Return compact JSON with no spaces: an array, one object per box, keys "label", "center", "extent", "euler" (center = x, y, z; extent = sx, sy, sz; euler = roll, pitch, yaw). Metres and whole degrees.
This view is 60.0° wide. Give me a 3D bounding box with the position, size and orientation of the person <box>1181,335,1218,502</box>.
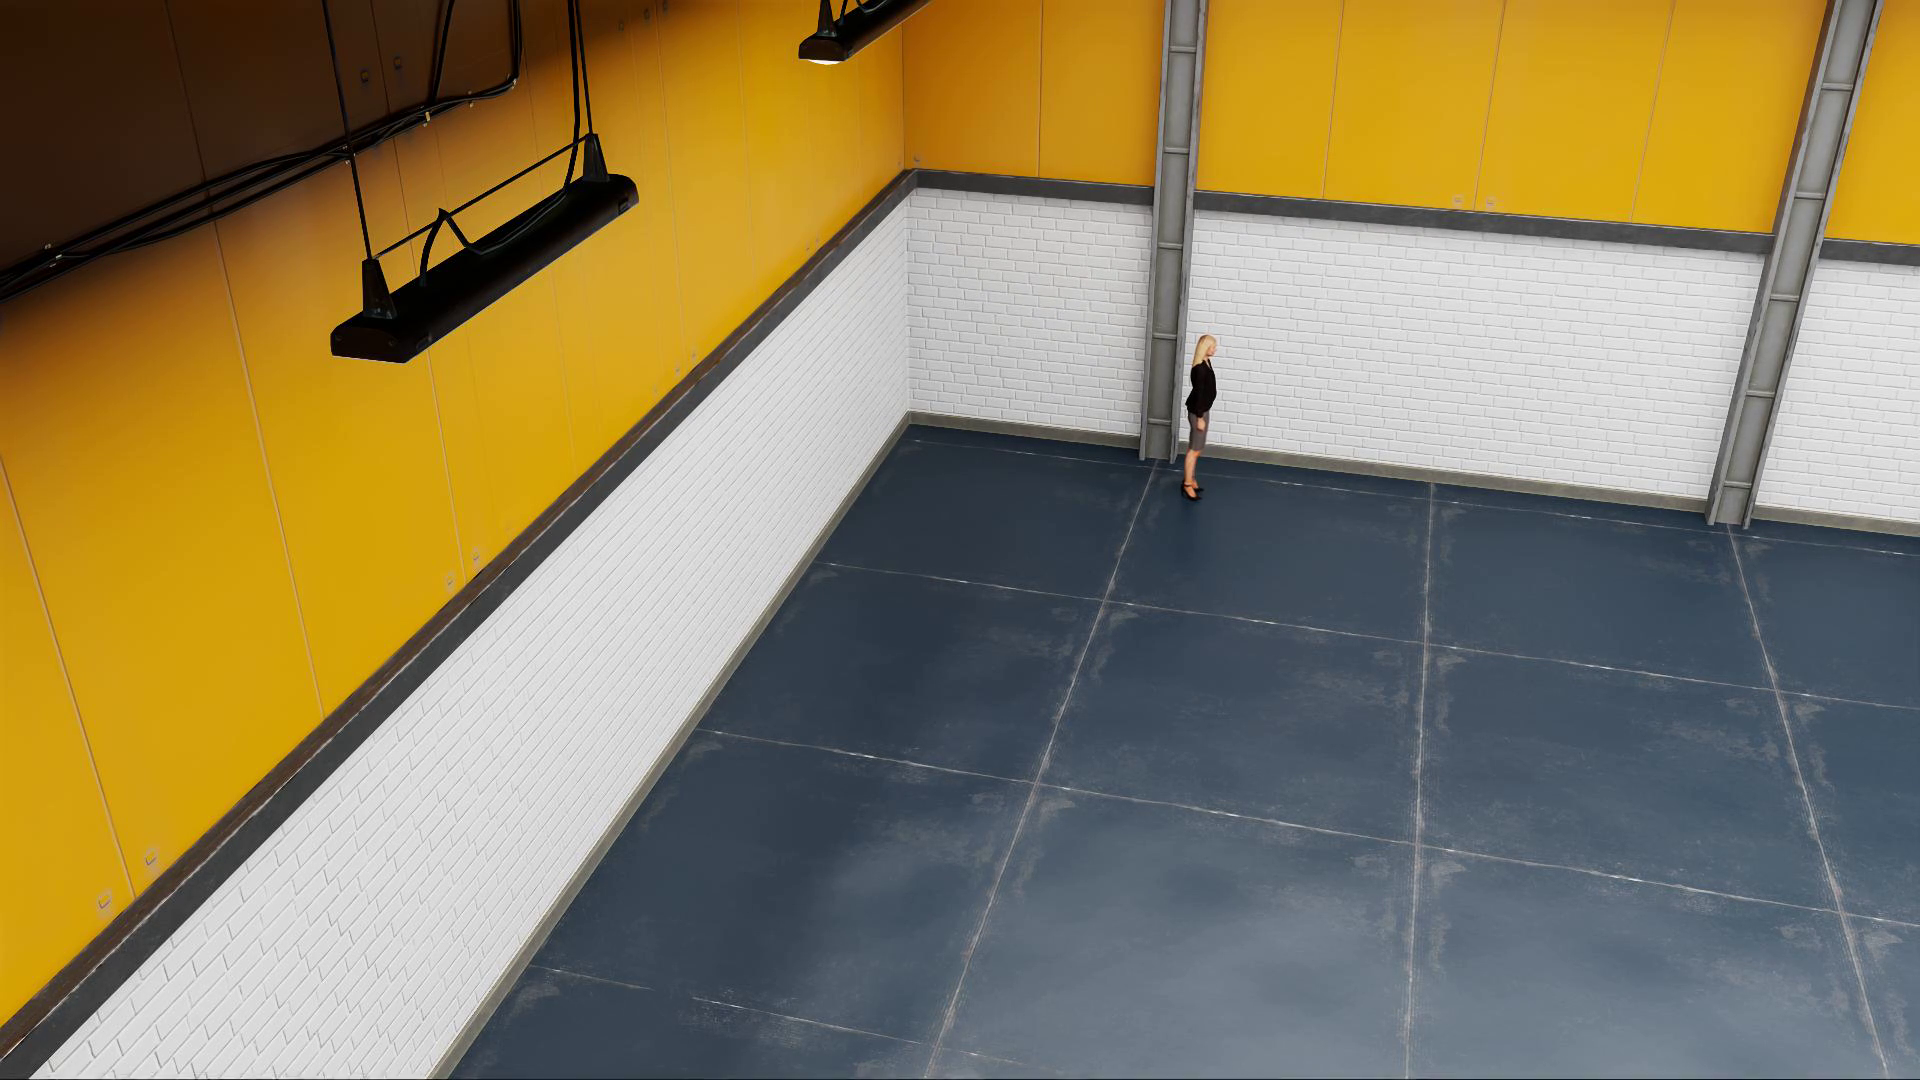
[{"label":"person","center":[2.506,-1.293,17.512],"extent":[0.532,1.842,0.595],"euler":[6,29,12]}]
